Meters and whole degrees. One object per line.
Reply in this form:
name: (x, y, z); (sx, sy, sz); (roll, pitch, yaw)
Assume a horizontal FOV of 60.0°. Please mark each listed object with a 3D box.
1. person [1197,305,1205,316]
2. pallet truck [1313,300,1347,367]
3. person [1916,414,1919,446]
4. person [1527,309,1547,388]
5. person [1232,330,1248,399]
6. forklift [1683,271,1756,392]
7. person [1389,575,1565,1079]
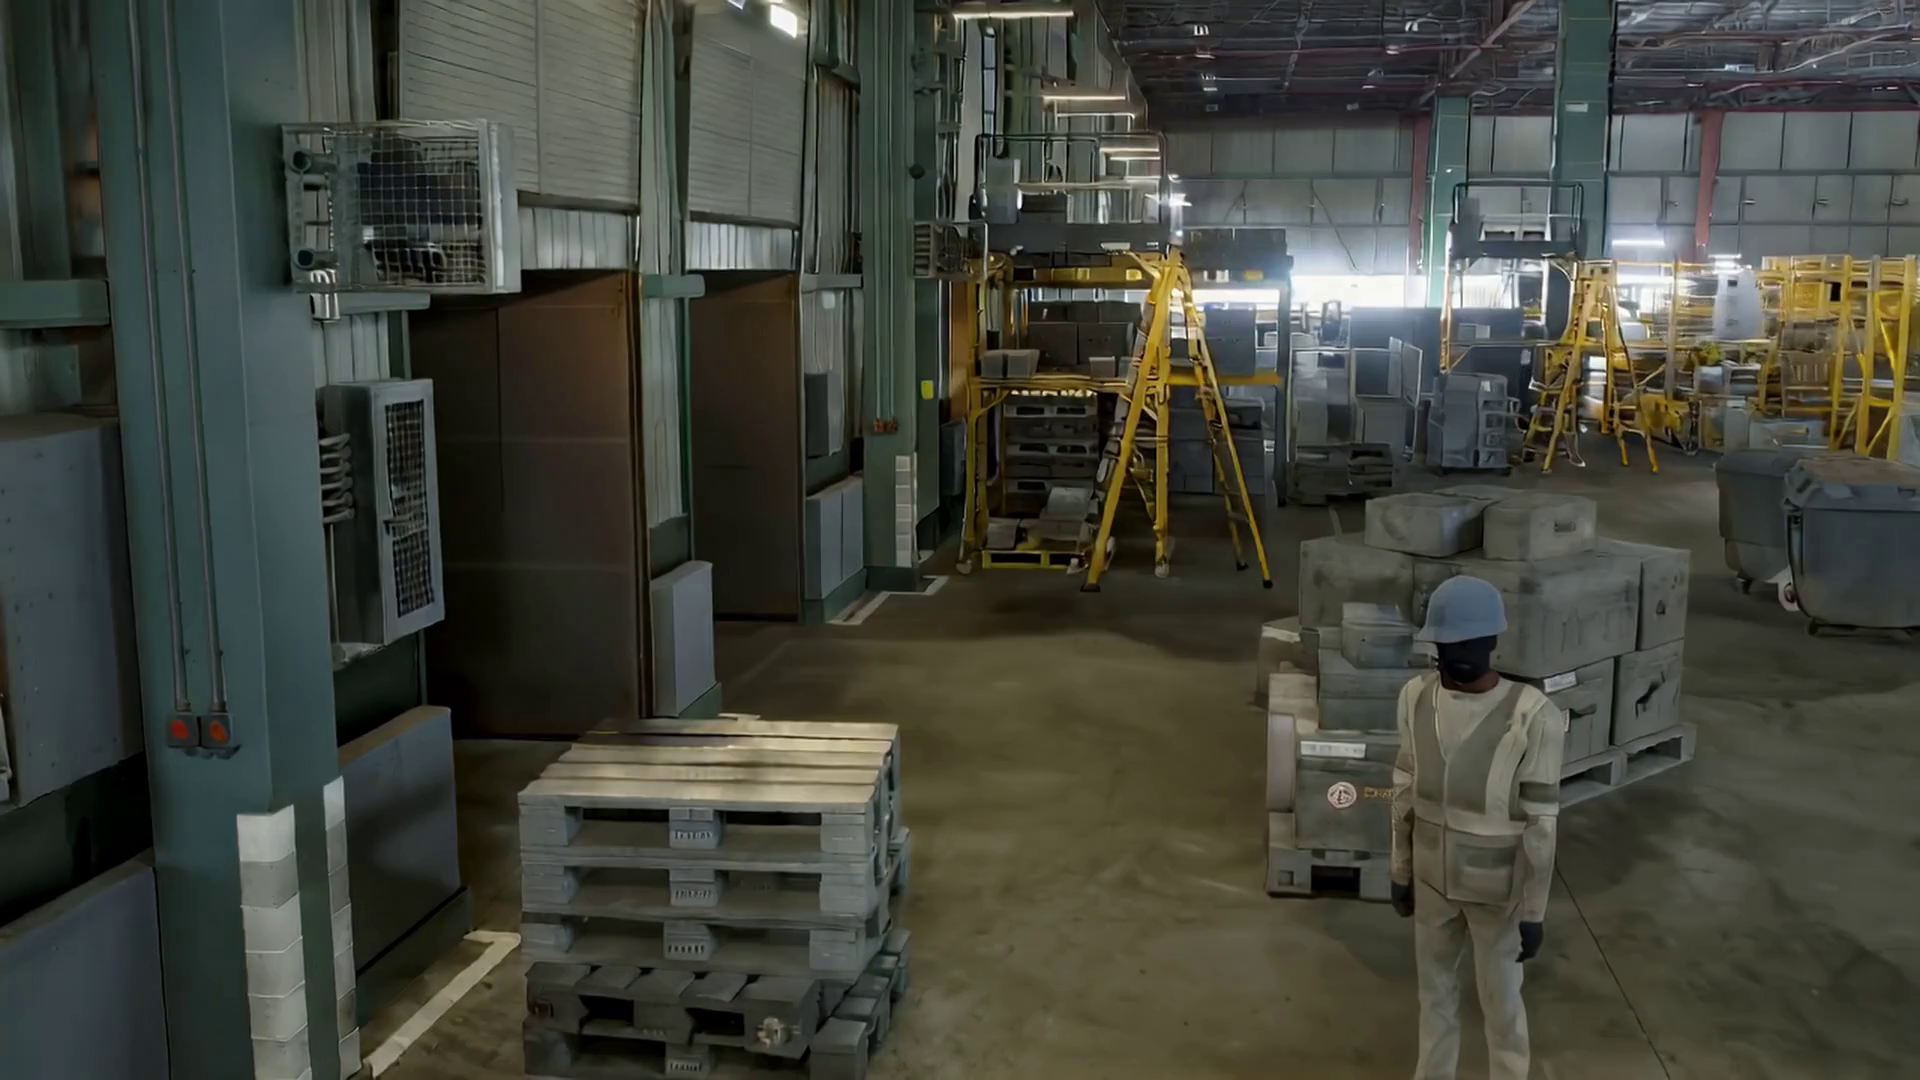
person: (6.386, -5.301, 44.394); (0.544, 1.929, 0.389); (-8, 12, -40)
pallet truck: (11.159, -6.200, 49.718); (0.823, 1.965, 1.885); (4, 10, 26)
person: (15.727, -2.359, 26.838); (0.485, 1.737, 0.320); (-4, 10, -24)
person: (14.041, -4.611, 40.201); (0.787, 1.908, 0.645); (-5, 11, -30)
person: (5.844, -3.586, 34.729); (0.314, 1.631, 0.518); (-2, 10, -15)
forklift: (17.864, -4.826, 38.529); (1.873, 2.768, 1.129); (-3, 10, -16)
person: (1.583, 1.056, 5.223); (0.394, 1.920, 0.586); (-7, 12, -39)
